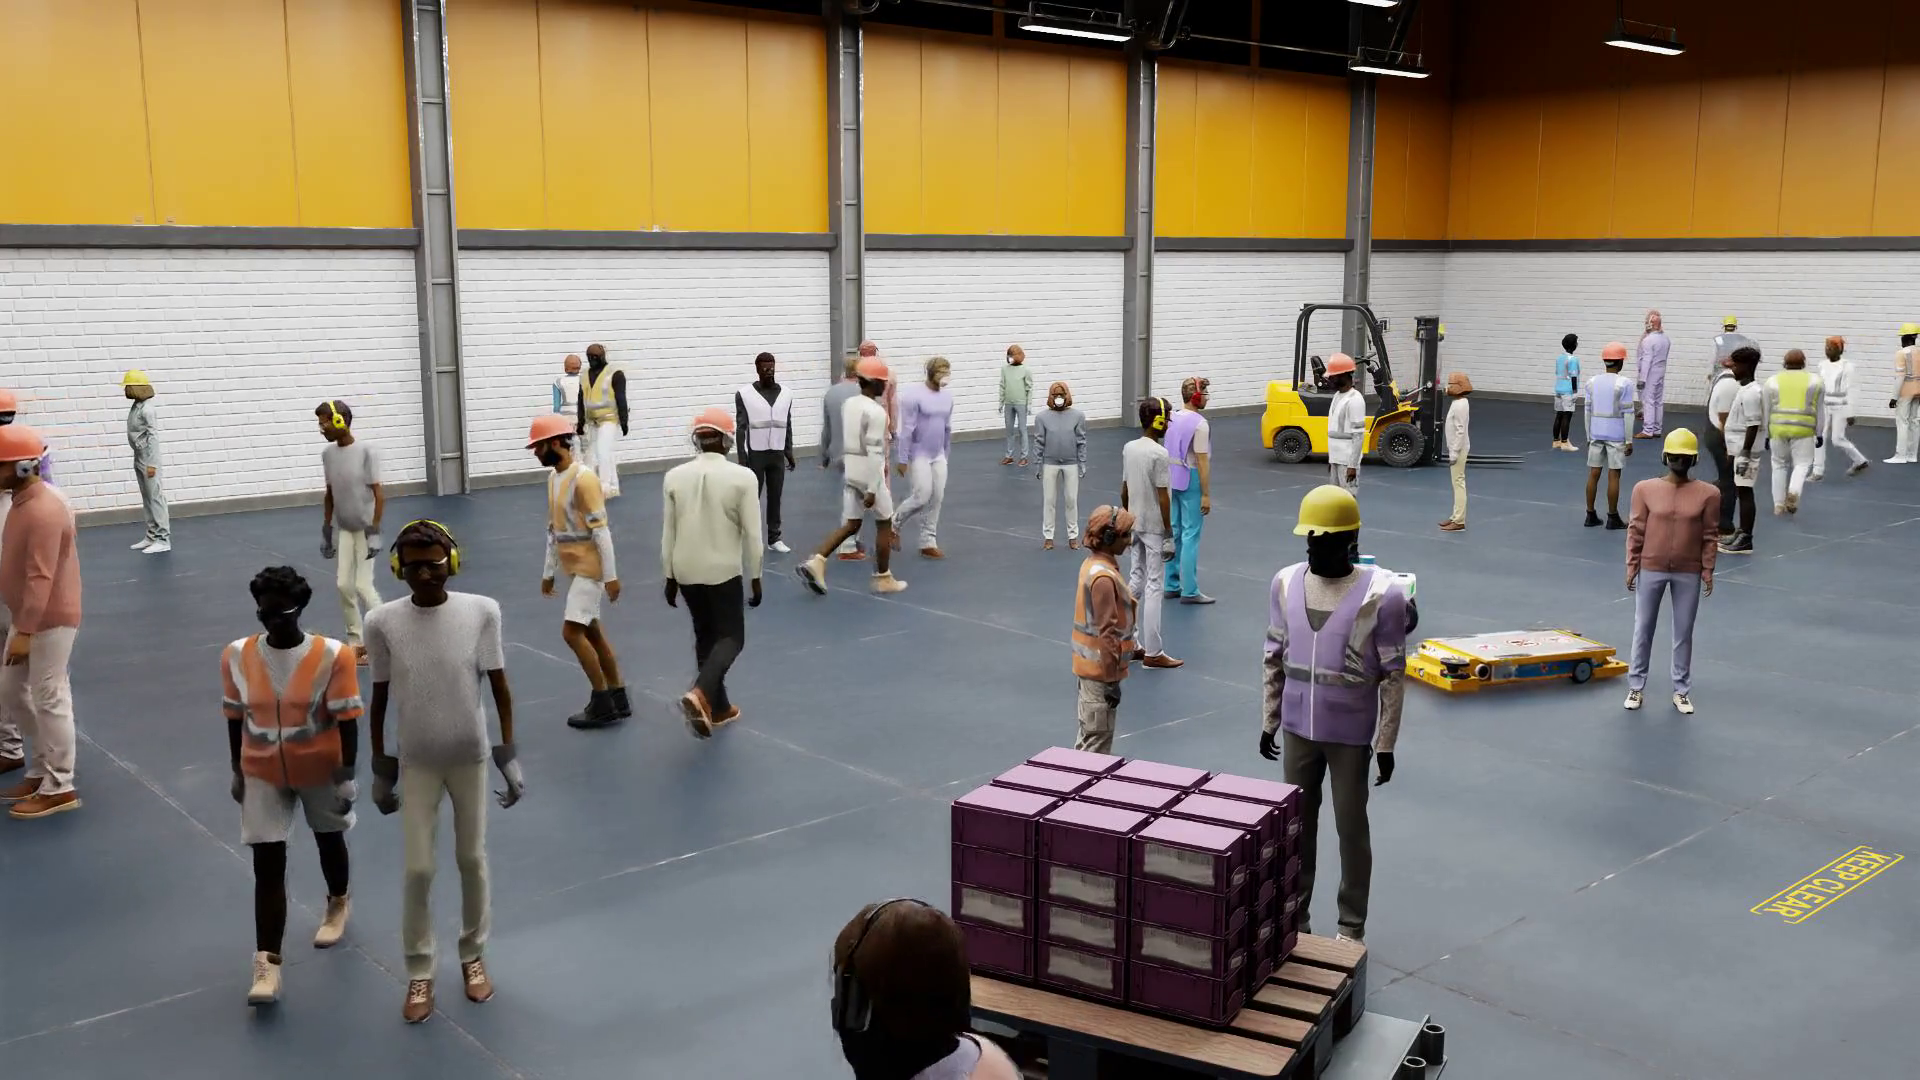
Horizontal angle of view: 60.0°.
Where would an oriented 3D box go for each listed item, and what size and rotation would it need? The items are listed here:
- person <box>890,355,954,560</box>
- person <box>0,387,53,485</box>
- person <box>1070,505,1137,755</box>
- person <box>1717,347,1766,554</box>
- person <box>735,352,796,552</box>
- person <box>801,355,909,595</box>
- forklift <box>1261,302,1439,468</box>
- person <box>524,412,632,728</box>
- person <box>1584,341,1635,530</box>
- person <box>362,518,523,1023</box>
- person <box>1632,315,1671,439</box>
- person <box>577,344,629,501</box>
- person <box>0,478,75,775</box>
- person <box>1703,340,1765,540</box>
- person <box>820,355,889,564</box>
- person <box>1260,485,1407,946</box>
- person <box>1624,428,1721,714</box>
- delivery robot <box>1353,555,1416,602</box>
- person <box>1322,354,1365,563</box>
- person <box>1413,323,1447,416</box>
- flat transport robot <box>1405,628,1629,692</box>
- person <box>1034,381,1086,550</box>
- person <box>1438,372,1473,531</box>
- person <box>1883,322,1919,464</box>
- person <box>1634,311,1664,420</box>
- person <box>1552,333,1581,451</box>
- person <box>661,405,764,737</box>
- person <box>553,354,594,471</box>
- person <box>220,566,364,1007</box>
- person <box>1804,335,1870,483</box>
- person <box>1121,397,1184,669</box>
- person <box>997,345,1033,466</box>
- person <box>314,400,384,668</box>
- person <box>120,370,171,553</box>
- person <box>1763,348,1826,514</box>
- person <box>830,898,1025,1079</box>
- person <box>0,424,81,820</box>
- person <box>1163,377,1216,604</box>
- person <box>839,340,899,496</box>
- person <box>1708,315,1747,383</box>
[{"bbox_3d":[-0.361,-0.763,15.447,0.625,1.911,0.650,8,13,40],"label":"person"},{"bbox_3d":[-6.575,-0.095,11.472,0.496,1.924,0.569,5,11,25],"label":"person"},{"bbox_3d":[0.686,0.644,7.989,0.310,1.640,0.514,0,10,-2],"label":"person"},{"bbox_3d":[7.434,-0.848,15.771,0.369,1.963,0.608,4,11,23],"label":"person"},{"bbox_3d":[-1.846,-0.819,15.737,0.597,1.916,0.370,-7,12,-34],"label":"person"},{"bbox_3d":[-0.861,-0.514,13.701,0.880,2.013,0.612,-7,12,-36],"label":"person"},{"bbox_3d":[5.320,-2.157,22.763,2.313,2.155,1.214,3,10,16],"label":"forklift"},{"bbox_3d":[-2.281,0.175,9.991,0.578,1.888,0.575,-6,11,-30],"label":"person"},{"bbox_3d":[6.713,-1.078,17.187,0.349,1.942,0.545,-7,12,-36],"label":"person"},{"bbox_3d":[-1.925,0.837,6.199,0.538,1.863,0.405,-4,10,-20],"label":"person"},{"bbox_3d":[10.656,-2.510,25.677,0.644,1.907,0.399,-8,12,-38],"label":"person"},{"bbox_3d":[-4.165,-1.347,19.136,0.670,1.806,0.691,6,11,30],"label":"person"},{"bbox_3d":[-5.065,0.354,8.904,0.645,1.907,0.400,1,10,5],"label":"person"},{"bbox_3d":[7.492,-0.973,16.281,0.682,2.000,0.718,4,11,23],"label":"person"},{"bbox_3d":[-0.986,-0.749,15.381,0.755,1.895,0.632,9,13,41],"label":"person"},{"bbox_3d":[1.456,0.734,6.617,0.595,1.925,0.373,8,13,39],"label":"person"},{"bbox_3d":[4.388,0.189,10.273,0.525,1.772,0.305,3,10,17],"label":"person"},{"bbox_3d":[3.067,0.361,12.543,0.707,0.478,0.477,2,10,12],"label":"delivery robot"},{"bbox_3d":[3.495,-0.743,15.265,0.384,1.926,0.549,-1,10,-8],"label":"person"},{"bbox_3d":[7.504,-2.574,26.482,0.446,1.754,0.538,5,11,28],"label":"person"},{"bbox_3d":[3.699,0.789,11.139,1.431,0.197,0.652,-3,10,-19],"label":"flat transport robot"},{"bbox_3d":[0.960,-0.713,15.978,0.503,1.626,0.281,0,10,0],"label":"person"},{"bbox_3d":[5.089,-0.906,17.074,0.279,1.634,0.499,3,10,15],"label":"person"},{"bbox_3d":[12.828,-1.987,22.557,0.594,1.922,0.385,-5,11,-26],"label":"person"},{"bbox_3d":[11.817,-2.986,28.577,0.398,1.872,0.711,0,10,1],"label":"person"},{"bbox_3d":[8.796,-2.135,24.079,0.315,1.699,0.540,-1,10,-5],"label":"person"},{"bbox_3d":[-1.473,0.202,9.691,0.634,1.953,0.818,3,10,15],"label":"person"},{"bbox_3d":[-4.617,-1.404,19.974,0.513,1.642,0.311,-2,10,-12],"label":"person"},{"bbox_3d":[-2.582,0.899,6.463,0.542,1.641,0.924,-1,10,-8],"label":"person"},{"bbox_3d":[10.946,-1.626,20.668,0.740,1.854,0.626,-3,10,-16],"label":"person"},{"bbox_3d":[1.307,-0.052,11.408,0.329,1.865,0.516,-6,11,-30],"label":"person"},{"bbox_3d":[0.732,-1.800,22.354,0.522,1.629,0.355,6,11,32],"label":"person"},{"bbox_3d":[-4.177,-0.047,11.467,0.531,1.828,0.389,4,11,23],"label":"person"},{"bbox_3d":[-7.768,-0.748,15.832,0.310,1.744,0.486,-8,13,-39],"label":"person"},{"bbox_3d":[8.972,-1.153,17.957,0.639,1.827,0.602,6,11,32],"label":"person"},{"bbox_3d":[-0.069,1.489,2.585,0.452,1.804,0.773,2,10,10],"label":"person"},{"bbox_3d":[-4.654,0.408,8.356,0.452,1.987,0.644,-9,13,-43],"label":"person"},{"bbox_3d":[1.836,-0.402,13.506,0.381,1.844,0.566,-4,11,-23],"label":"person"},{"bbox_3d":[-0.995,-1.211,18.069,0.652,1.906,0.404,-1,10,-8],"label":"person"},{"bbox_3d":[12.803,-2.832,27.774,0.599,1.830,0.404,1,10,8],"label":"person"}]
